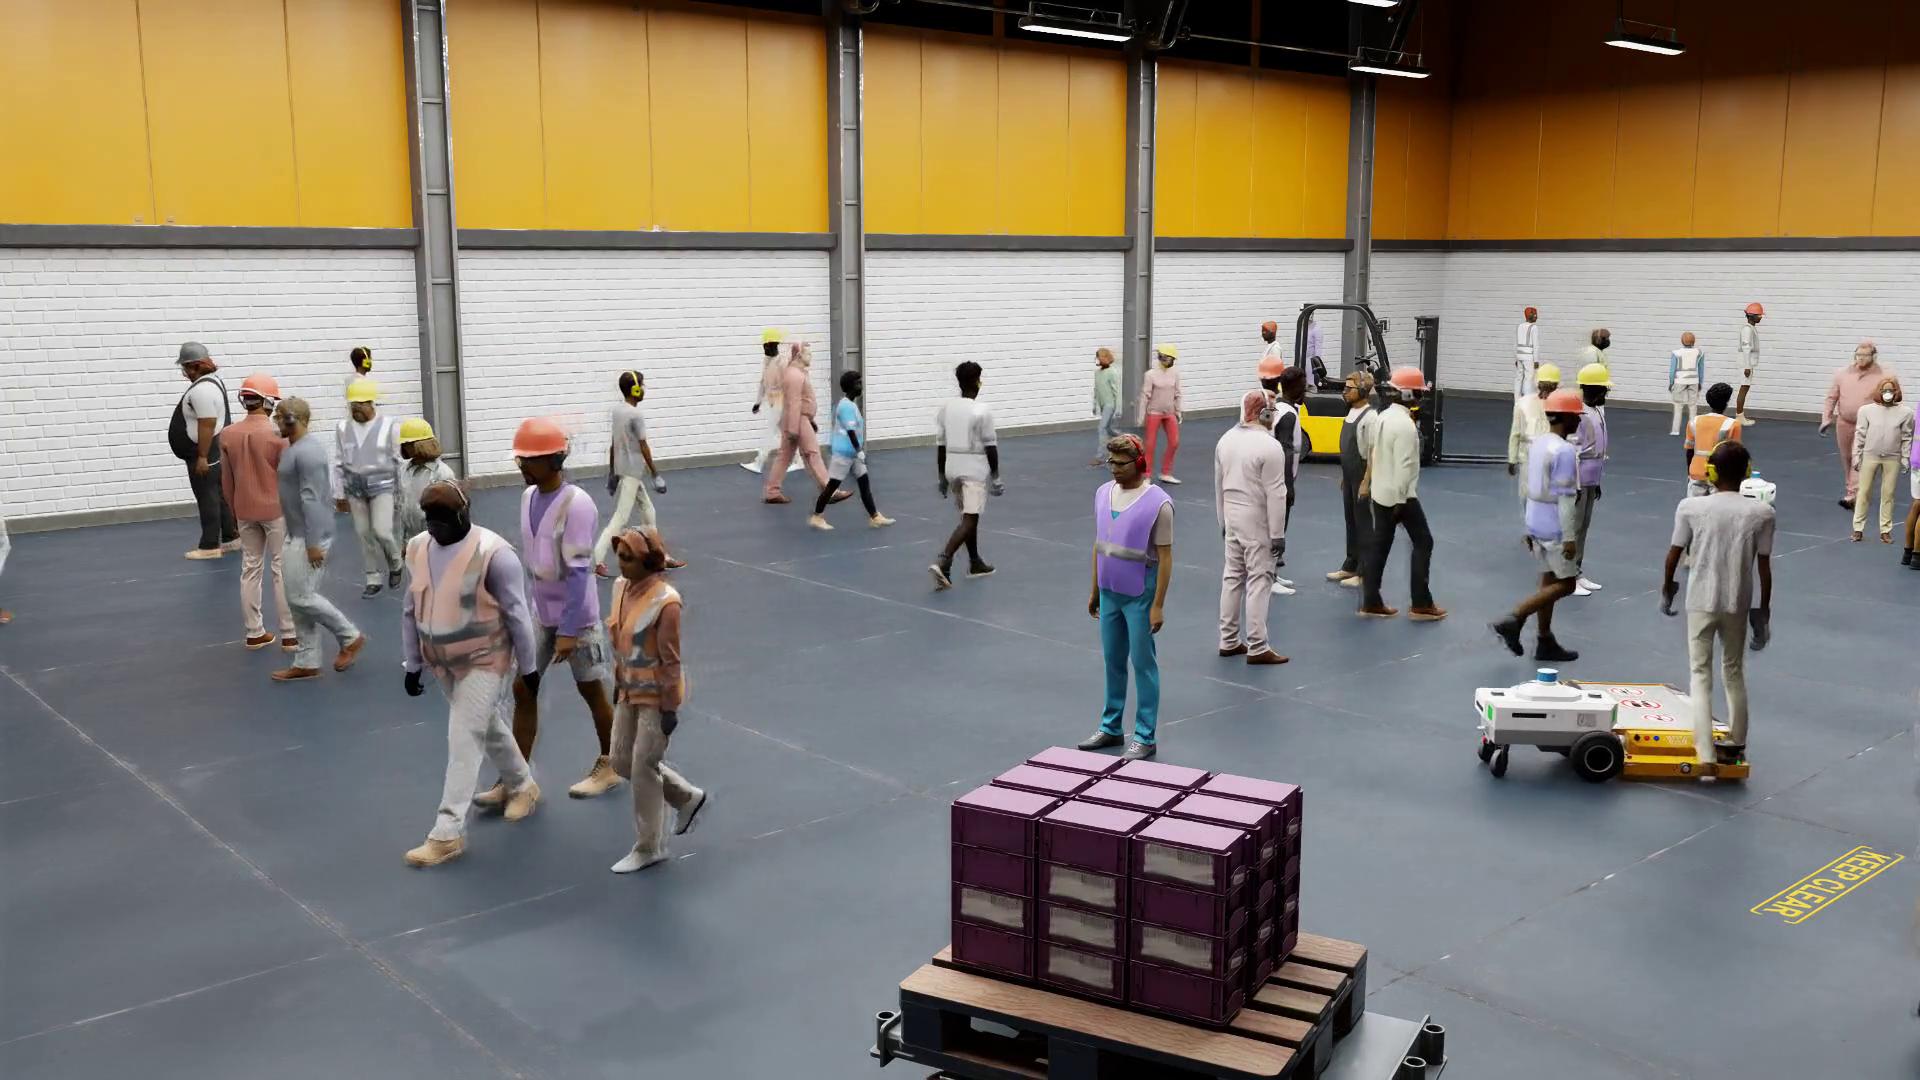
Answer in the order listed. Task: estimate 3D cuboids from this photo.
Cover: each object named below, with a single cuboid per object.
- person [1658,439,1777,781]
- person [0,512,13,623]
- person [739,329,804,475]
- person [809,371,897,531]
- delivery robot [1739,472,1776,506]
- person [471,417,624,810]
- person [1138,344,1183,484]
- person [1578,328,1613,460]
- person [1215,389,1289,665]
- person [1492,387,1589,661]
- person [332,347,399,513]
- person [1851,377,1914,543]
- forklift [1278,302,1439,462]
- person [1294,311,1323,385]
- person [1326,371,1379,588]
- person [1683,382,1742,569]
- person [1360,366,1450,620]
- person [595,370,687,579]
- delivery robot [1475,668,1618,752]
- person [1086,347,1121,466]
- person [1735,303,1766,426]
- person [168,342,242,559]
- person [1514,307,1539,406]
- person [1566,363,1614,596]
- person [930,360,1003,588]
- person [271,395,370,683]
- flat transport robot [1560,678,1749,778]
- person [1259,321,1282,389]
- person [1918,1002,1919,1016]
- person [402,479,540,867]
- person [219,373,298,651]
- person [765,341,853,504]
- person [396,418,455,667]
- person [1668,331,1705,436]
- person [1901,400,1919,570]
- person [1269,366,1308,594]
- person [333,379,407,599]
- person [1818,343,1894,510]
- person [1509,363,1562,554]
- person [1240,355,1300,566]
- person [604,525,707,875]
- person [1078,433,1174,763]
[{"bbox_3d":[4.085,0.385,8.964,0.513,1.847,0.657,2,10,13],"label":"person"},{"bbox_3d":[-7.483,-0.274,12.527,0.652,1.917,0.598,2,10,13],"label":"person"},{"bbox_3d":[-2.430,-1.784,21.504,0.970,1.875,0.602,-5,11,-26],"label":"person"},{"bbox_3d":[-1.133,-0.902,17.012,0.895,1.650,0.547,1,10,7],"label":"person"},{"bbox_3d":[8.297,-0.469,17.399,0.477,0.478,0.707,7,12,35],"label":"delivery robot"},{"bbox_3d":[-2.100,0.387,8.403,0.631,2.000,0.929,8,13,40],"label":"person"},{"bbox_3d":[2.464,-1.528,20.418,0.638,1.739,0.356,-5,11,-27],"label":"person"},{"bbox_3d":[8.723,-2.004,22.928,0.492,1.831,0.646,6,11,31],"label":"person"},{"bbox_3d":[2.052,-0.097,11.550,0.403,1.904,0.652,-5,11,-29],"label":"person"},{"bbox_3d":[4.021,-0.089,11.451,0.556,1.923,0.567,0,10,-1],"label":"person"},{"bbox_3d":[-6.556,-1.205,18.261,0.547,1.834,0.868,9,13,41],"label":"person"},{"bbox_3d":[9.063,-0.783,16.358,0.498,1.633,0.282,4,10,22],"label":"person"},{"bbox_3d":[5.320,-2.157,22.763,2.313,2.155,1.214,3,10,16],"label":"forklift"},{"bbox_3d":[6.081,-3.125,29.273,0.407,1.910,0.638,-5,11,-26],"label":"person"},{"bbox_3d":[3.379,-0.516,14.178,0.343,1.847,0.506,-2,10,-9],"label":"person"},{"bbox_3d":[6.718,-0.555,14.837,0.315,1.696,0.541,-6,11,-31],"label":"person"},{"bbox_3d":[3.489,-0.355,12.869,0.775,1.972,0.622,-2,10,-11],"label":"person"},{"bbox_3d":[-2.907,-0.575,14.628,0.992,1.825,0.508,-6,11,-29],"label":"person"},{"bbox_3d":[3.200,0.948,9.107,0.707,0.478,0.477,1,10,6],"label":"delivery robot"},{"bbox_3d":[2.047,-1.804,22.435,0.740,1.603,0.508,-4,11,-24],"label":"person"},{"bbox_3d":[13.135,-2.917,27.661,0.378,2.041,0.615,5,11,27],"label":"person"},{"bbox_3d":[-7.047,-0.847,15.546,0.626,2.000,0.691,-3,10,-14],"label":"person"},{"bbox_3d":[10.352,-3.300,30.366,0.360,1.884,0.574,-4,10,-21],"label":"person"},{"bbox_3d":[5.223,-0.510,13.898,0.370,1.928,0.585,7,12,37],"label":"person"},{"bbox_3d":[0.017,-0.573,14.266,0.594,1.938,0.931,9,13,42],"label":"person"},{"bbox_3d":[-4.322,-0.006,11.051,0.584,1.903,0.677,-6,11,-31],"label":"person"},{"bbox_3d":[3.945,1.058,9.567,0.652,0.197,1.431,1,10,6],"label":"flat transport robot"},{"bbox_3d":[4.461,-2.207,23.956,0.356,1.887,0.572,0,10,0],"label":"person"},{"bbox_3d":[3.818,0.845,6.061,0.941,1.903,0.553,-9,13,-41],"label":"person"},{"bbox_3d":[-2.337,0.577,8.002,0.647,1.792,0.994,5,11,27],"label":"person"},{"bbox_3d":[-4.942,-0.193,11.864,0.608,1.989,0.386,2,10,11],"label":"person"},{"bbox_3d":[-1.758,-1.316,18.839,0.995,1.856,0.641,-2,10,-13],"label":"person"},{"bbox_3d":[-3.625,0.034,11.281,0.485,1.737,0.321,5,11,27],"label":"person"},{"bbox_3d":[11.365,-2.436,26.026,0.522,1.638,0.310,1,10,8],"label":"person"},{"bbox_3d":[8.753,-0.680,14.917,0.388,1.929,0.539,1,10,8],"label":"person"},{"bbox_3d":[2.689,-0.504,13.961,0.404,1.905,0.606,1,10,7],"label":"person"},{"bbox_3d":[-4.849,-0.416,13.672,0.617,1.816,0.422,1,10,7],"label":"person"},{"bbox_3d":[10.041,-1.279,18.633,1.021,1.853,0.657,-9,13,-44],"label":"person"},{"bbox_3d":[5.592,-0.804,15.968,0.598,1.814,0.754,5,11,26],"label":"person"},{"bbox_3d":[2.794,-0.715,15.097,0.542,1.929,0.374,2,10,12],"label":"person"},{"bbox_3d":[-1.382,0.712,7.619,0.463,1.616,0.534,-8,13,-39],"label":"person"},{"bbox_3d":[0.955,0.316,9.326,0.389,1.839,0.563,-8,13,-39],"label":"person"}]
